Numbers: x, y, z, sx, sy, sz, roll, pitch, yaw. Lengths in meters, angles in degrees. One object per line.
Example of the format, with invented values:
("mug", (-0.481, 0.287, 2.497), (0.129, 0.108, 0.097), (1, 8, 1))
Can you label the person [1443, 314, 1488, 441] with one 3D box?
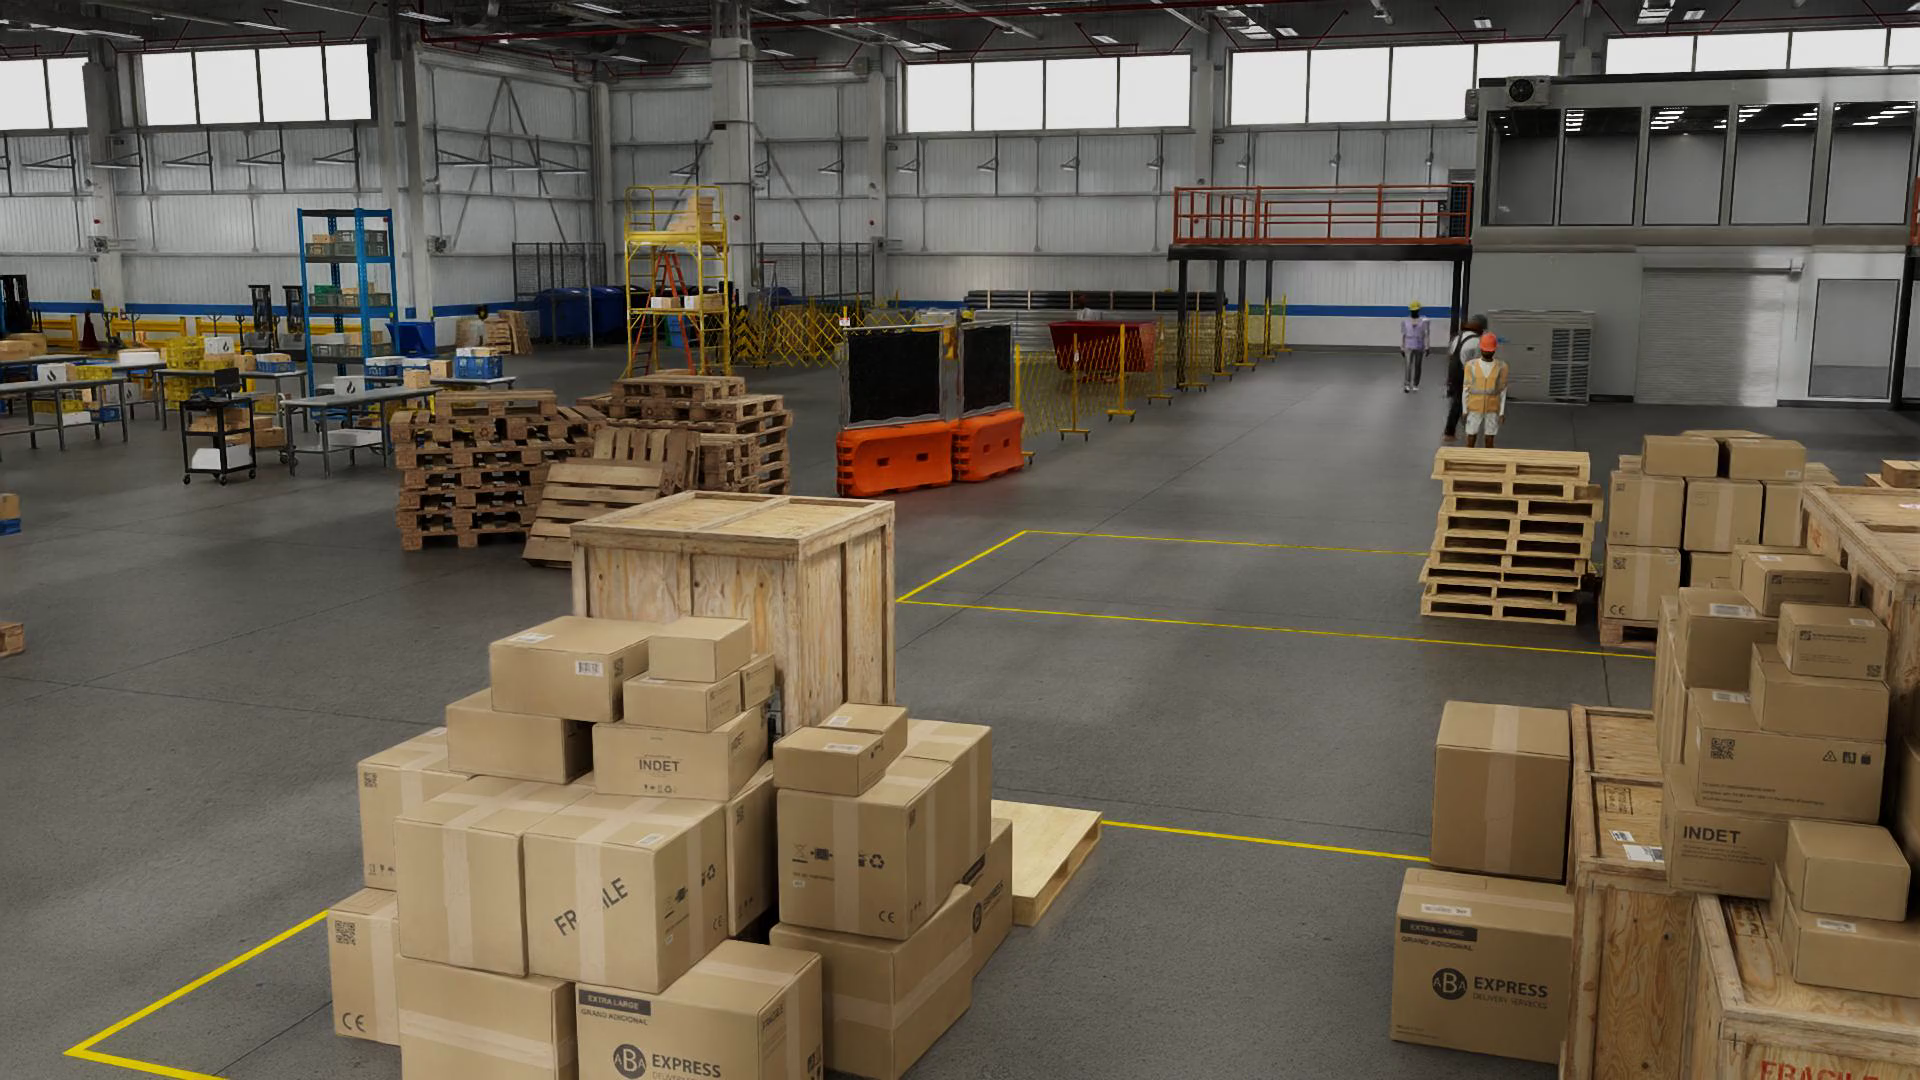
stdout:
("person", (7.889, -2.548, 25.786), (0.807, 2.000, 0.753), (-2, 10, -12))

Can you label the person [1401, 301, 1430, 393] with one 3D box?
("person", (9.391, -3.985, 34.359), (0.600, 1.879, 0.988), (4, 11, 20))

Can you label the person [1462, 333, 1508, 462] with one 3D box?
("person", (6.628, -1.648, 21.037), (0.542, 1.929, 0.373), (2, 10, 13))

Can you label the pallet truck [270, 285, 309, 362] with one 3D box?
("pallet truck", (-17.147, -5.700, 43.663), (0.823, 1.965, 1.885), (3, 11, 17))

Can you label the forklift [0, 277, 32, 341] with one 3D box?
("forklift", (-27.151, -6.329, 46.328), (1.157, 1.987, 2.680), (3, 11, 17))

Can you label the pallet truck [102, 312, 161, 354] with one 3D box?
("pallet truck", (-23.057, -5.777, 46.261), (0.680, 1.201, 1.601), (3, 11, 19))

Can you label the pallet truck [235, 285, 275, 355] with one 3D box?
("pallet truck", (-18.327, -5.835, 44.421), (0.823, 1.965, 1.885), (4, 11, 23))

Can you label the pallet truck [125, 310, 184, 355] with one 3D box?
("pallet truck", (-22.038, -5.665, 45.457), (0.704, 1.261, 1.522), (3, 11, 17))

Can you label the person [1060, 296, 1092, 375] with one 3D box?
("person", (2.764, -4.732, 38.616), (0.943, 1.843, 0.593), (-5, 11, -26))

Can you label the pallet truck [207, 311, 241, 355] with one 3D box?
("pallet truck", (-19.537, -5.575, 44.913), (0.653, 1.274, 1.630), (3, 11, 19))

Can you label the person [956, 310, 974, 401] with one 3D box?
("person", (0.107, -3.603, 32.529), (0.333, 1.761, 0.521), (-2, 10, -13))

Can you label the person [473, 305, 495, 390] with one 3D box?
("person", (-9.453, -3.755, 33.143), (0.571, 1.852, 0.512), (-6, 12, -29))
